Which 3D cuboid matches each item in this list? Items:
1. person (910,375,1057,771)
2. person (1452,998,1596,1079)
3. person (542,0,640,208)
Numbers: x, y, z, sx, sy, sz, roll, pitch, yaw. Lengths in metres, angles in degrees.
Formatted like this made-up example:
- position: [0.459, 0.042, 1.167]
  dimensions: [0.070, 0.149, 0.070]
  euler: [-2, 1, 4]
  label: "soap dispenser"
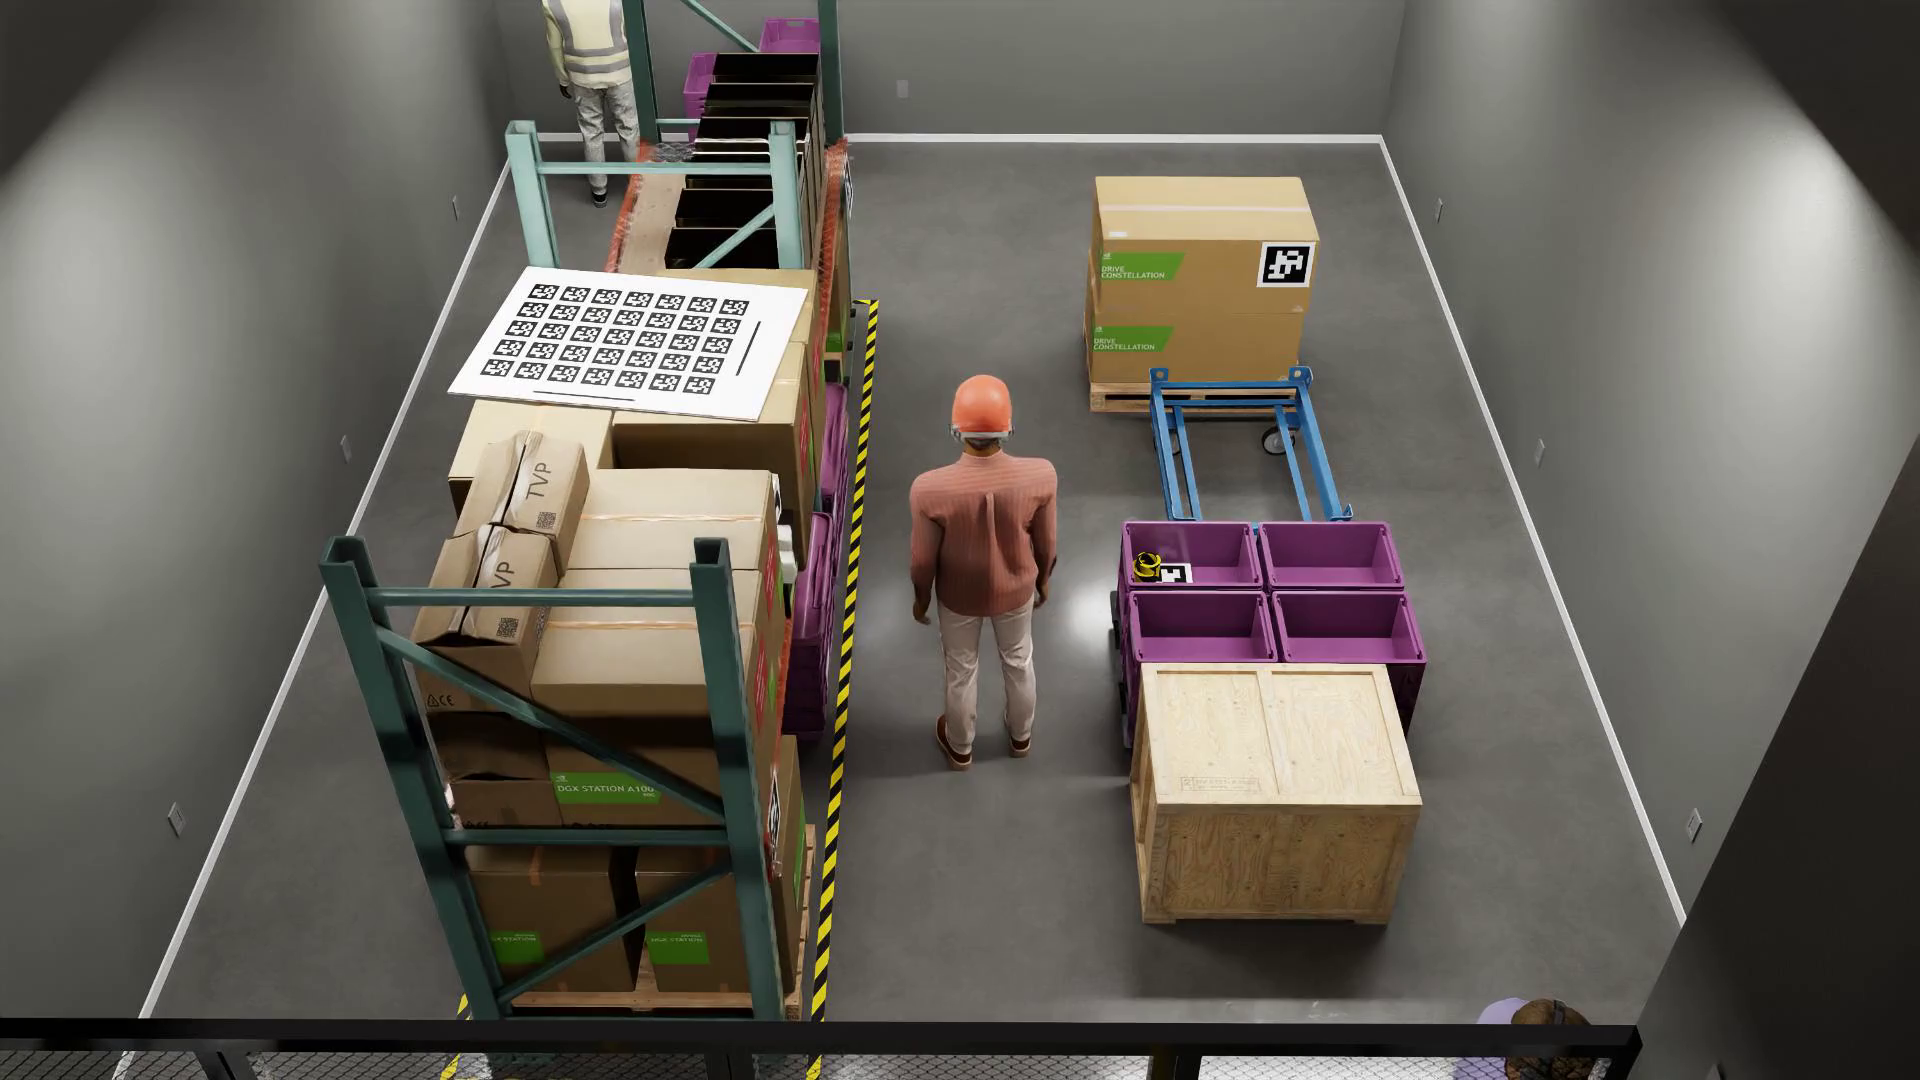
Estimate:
- position: [0.091, 0.168, 6.879]
  dimensions: [0.613, 1.995, 0.391]
  euler: [-8, 42, -9]
  label: "person"
- position: [1.530, 1.943, 4.898]
  dimensions: [0.366, 1.939, 0.635]
  euler: [11, 42, 12]
  label: "person"
- position: [-2.290, -2.993, 10.603]
  dimensions: [0.590, 1.837, 0.403]
  euler: [-5, 41, -5]
  label: "person"
